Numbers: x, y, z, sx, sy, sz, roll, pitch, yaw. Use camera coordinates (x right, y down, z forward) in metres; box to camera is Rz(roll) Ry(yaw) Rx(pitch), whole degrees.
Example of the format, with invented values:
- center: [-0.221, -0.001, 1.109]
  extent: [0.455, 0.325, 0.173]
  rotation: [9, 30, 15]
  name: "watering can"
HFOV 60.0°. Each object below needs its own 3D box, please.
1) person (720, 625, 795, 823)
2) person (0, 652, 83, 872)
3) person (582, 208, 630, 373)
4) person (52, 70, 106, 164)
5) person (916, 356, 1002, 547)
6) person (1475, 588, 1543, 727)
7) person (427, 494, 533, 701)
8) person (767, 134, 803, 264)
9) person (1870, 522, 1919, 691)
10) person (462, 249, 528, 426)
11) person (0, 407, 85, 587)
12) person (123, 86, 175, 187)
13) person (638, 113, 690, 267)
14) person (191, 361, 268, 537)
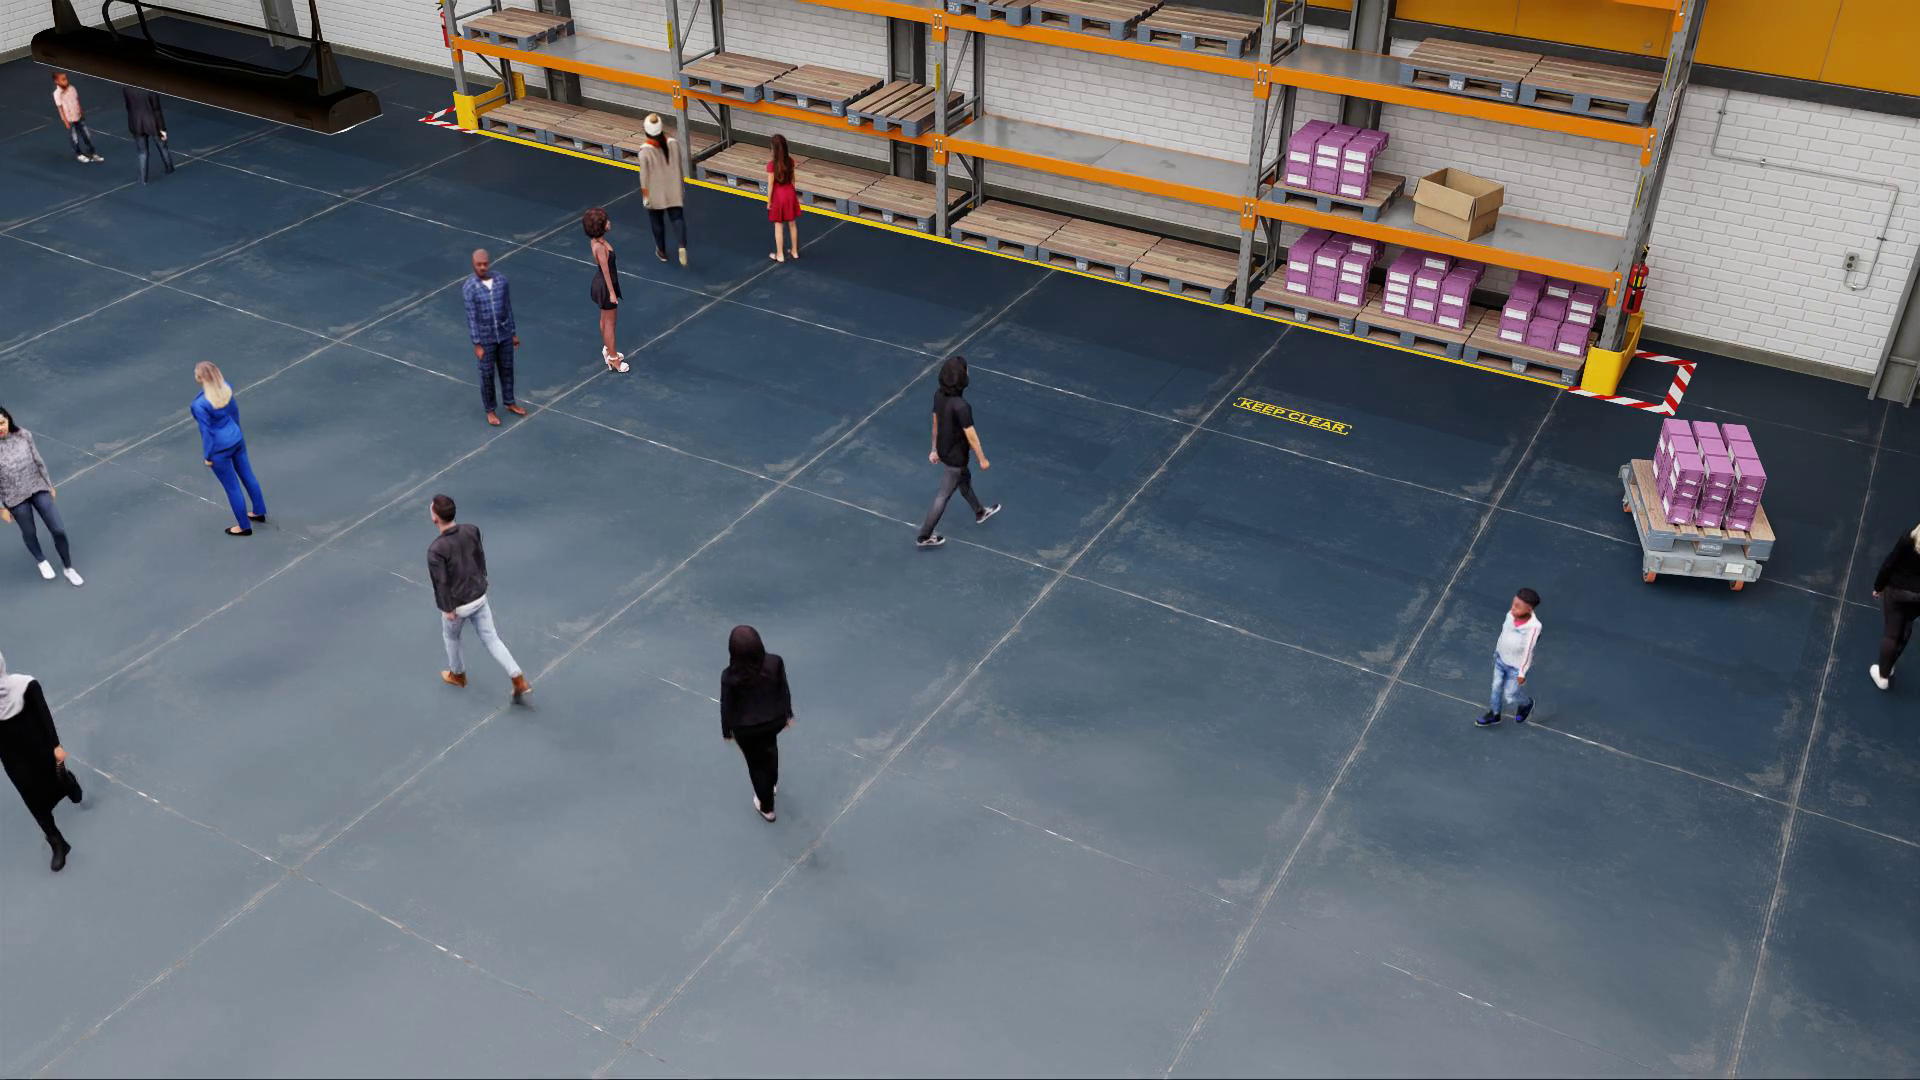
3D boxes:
- center: [-1.376, 1.324, 11.660]
  extent: [0.800, 1.599, 0.829]
  rotation: [-20, 38, -27]
  name: "person"
- center: [-6.352, 1.404, 11.392]
  extent: [0.966, 1.762, 1.042]
  rotation: [-9, 35, -13]
  name: "person"
- center: [-3.711, -2.622, 17.426]
  extent: [0.707, 1.787, 0.639]
  rotation: [-11, 35, -16]
  name: "person"
- center: [-12.100, -5.754, 22.585]
  extent: [0.630, 1.293, 0.517]
  rotation: [18, 37, 24]
  name: "person"
- center: [-0.132, -0.728, 14.574]
  extent: [1.108, 1.790, 1.179]
  rotation: [-16, 37, -23]
  name: "person"
- center: [4.247, 0.895, 12.618]
  extent: [0.743, 1.251, 0.707]
  rotation: [-14, 36, -20]
  name: "person"
- center: [-3.718, 0.487, 12.728]
  extent: [1.143, 1.810, 0.698]
  rotation: [21, 39, 28]
  name: "person"
- center: [-2.107, -4.082, 19.835]
  extent: [0.653, 1.553, 0.714]
  rotation: [-21, 39, -28]
  name: "person"
- center: [7.373, 0.475, 12.867]
  extent: [0.641, 1.677, 0.777]
  rotation: [6, 34, 9]
  name: "person"
- center: [-4.662, -2.054, 16.543]
  extent: [0.726, 1.818, 0.708]
  rotation: [-28, 43, -35]
  name: "person"
- center: [-7.999, -0.417, 14.181]
  extent: [0.785, 1.708, 0.916]
  rotation: [-27, 42, -34]
  name: "person"
- center: [-10.890, -5.432, 22.124]
  extent: [1.109, 1.773, 1.022]
  rotation: [-3, 34, -4]
  name: "person"
- center: [-3.470, -4.112, 19.588]
  extent: [1.023, 1.877, 1.125]
  rotation: [-14, 36, -20]
  name: "person"
- center: [-6.524, -0.831, 14.810]
  extent: [0.625, 1.701, 0.668]
  rotation: [9, 35, 14]
  name: "person"
